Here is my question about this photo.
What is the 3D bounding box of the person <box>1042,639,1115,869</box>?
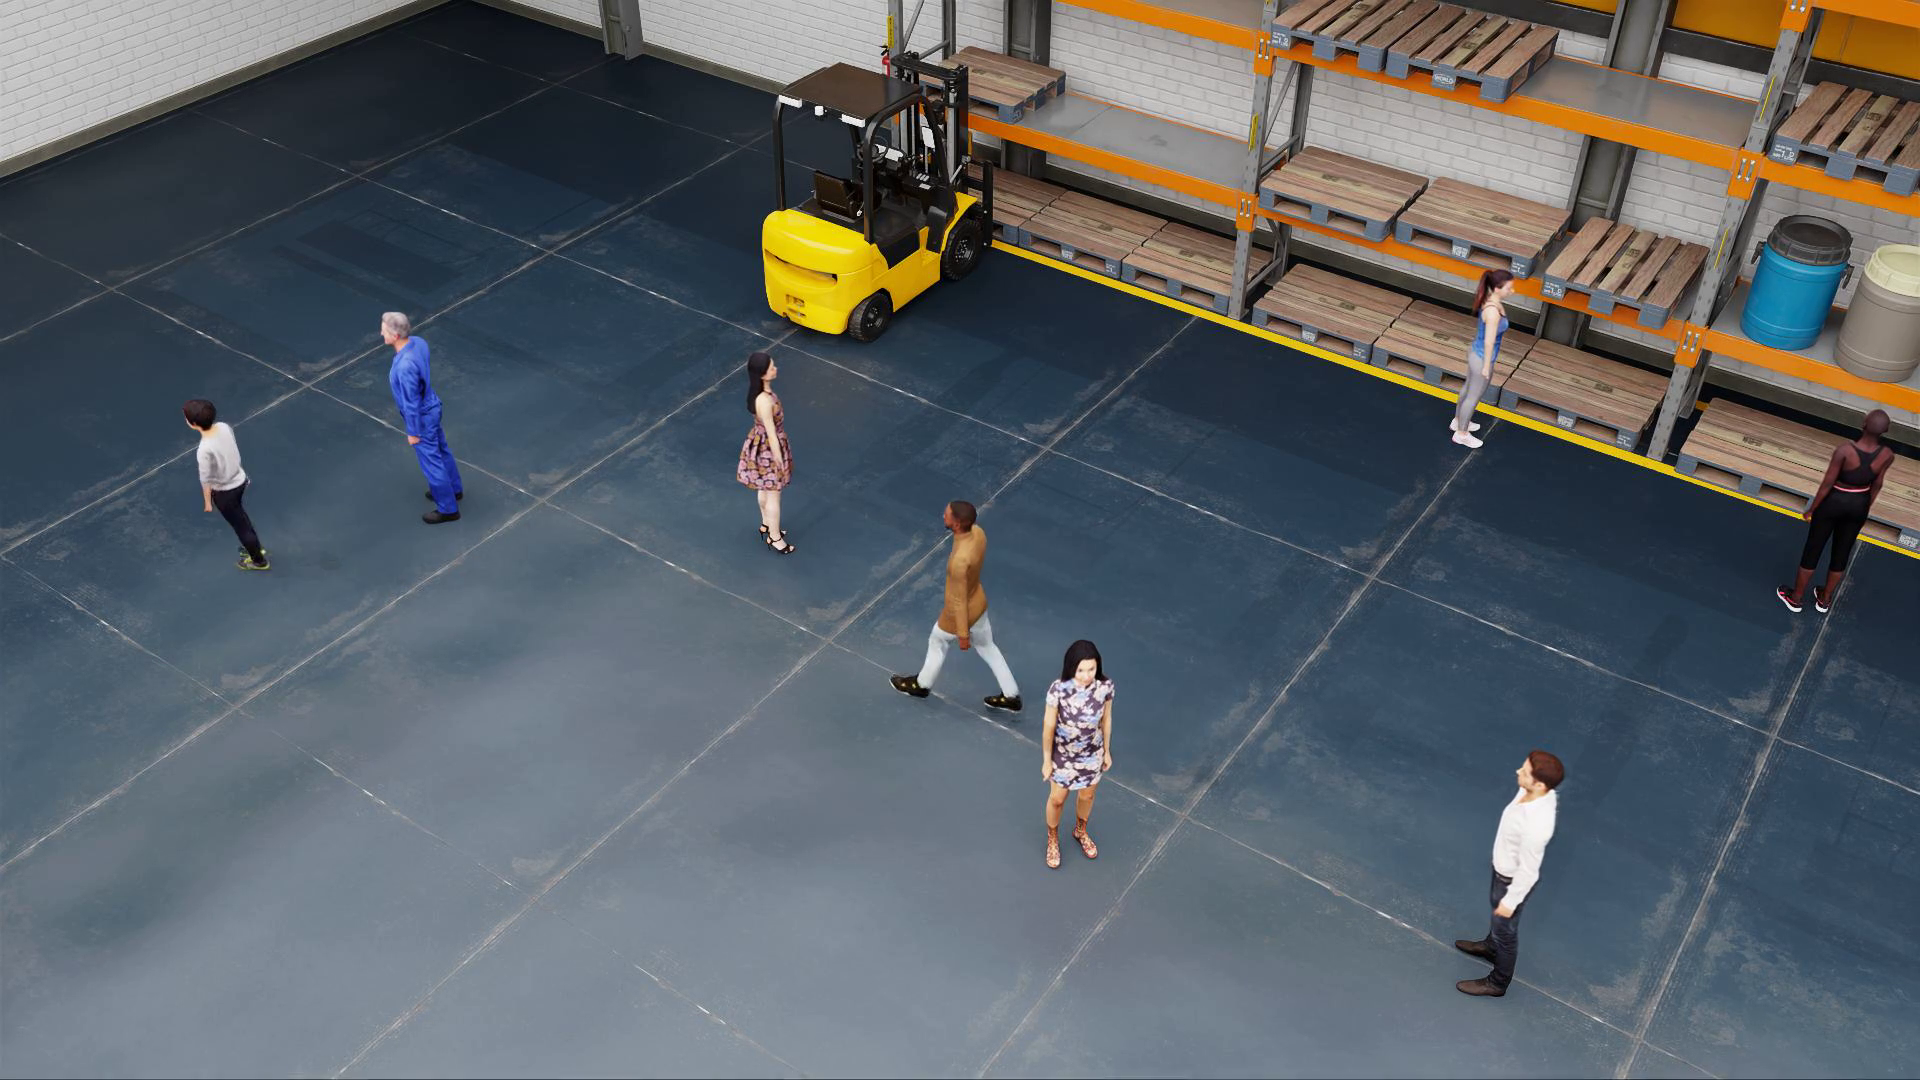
[{"bbox_3d":[0.718,1.306,10.241,0.675,1.733,0.717,-9,40,-12],"label":"person"}]

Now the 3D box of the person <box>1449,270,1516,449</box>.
[{"bbox_3d":[4.369,-1.535,13.897,0.645,1.609,0.642,6,39,8],"label":"person"}]

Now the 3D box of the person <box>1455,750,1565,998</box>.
[{"bbox_3d":[3.137,1.884,9.406,0.667,1.870,0.730,9,40,11],"label":"person"}]

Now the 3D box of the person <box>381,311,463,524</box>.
[{"bbox_3d":[-4.197,-0.976,13.023,0.816,1.825,0.777,-4,39,-5],"label":"person"}]

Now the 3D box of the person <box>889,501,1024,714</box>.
[{"bbox_3d":[0.119,0.503,11.217,1.276,1.769,0.892,13,40,16],"label":"person"}]

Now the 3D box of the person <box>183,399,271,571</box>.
[{"bbox_3d":[-5.439,-0.397,12.525,0.660,1.543,0.653,5,39,6],"label":"person"}]

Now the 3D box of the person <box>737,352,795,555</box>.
[{"bbox_3d":[-1.451,-0.664,12.674,0.862,1.775,0.789,-12,40,-15],"label":"person"}]

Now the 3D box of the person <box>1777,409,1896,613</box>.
[{"bbox_3d":[6.421,-0.207,12.115,0.622,1.757,0.730,5,39,6],"label":"person"}]
